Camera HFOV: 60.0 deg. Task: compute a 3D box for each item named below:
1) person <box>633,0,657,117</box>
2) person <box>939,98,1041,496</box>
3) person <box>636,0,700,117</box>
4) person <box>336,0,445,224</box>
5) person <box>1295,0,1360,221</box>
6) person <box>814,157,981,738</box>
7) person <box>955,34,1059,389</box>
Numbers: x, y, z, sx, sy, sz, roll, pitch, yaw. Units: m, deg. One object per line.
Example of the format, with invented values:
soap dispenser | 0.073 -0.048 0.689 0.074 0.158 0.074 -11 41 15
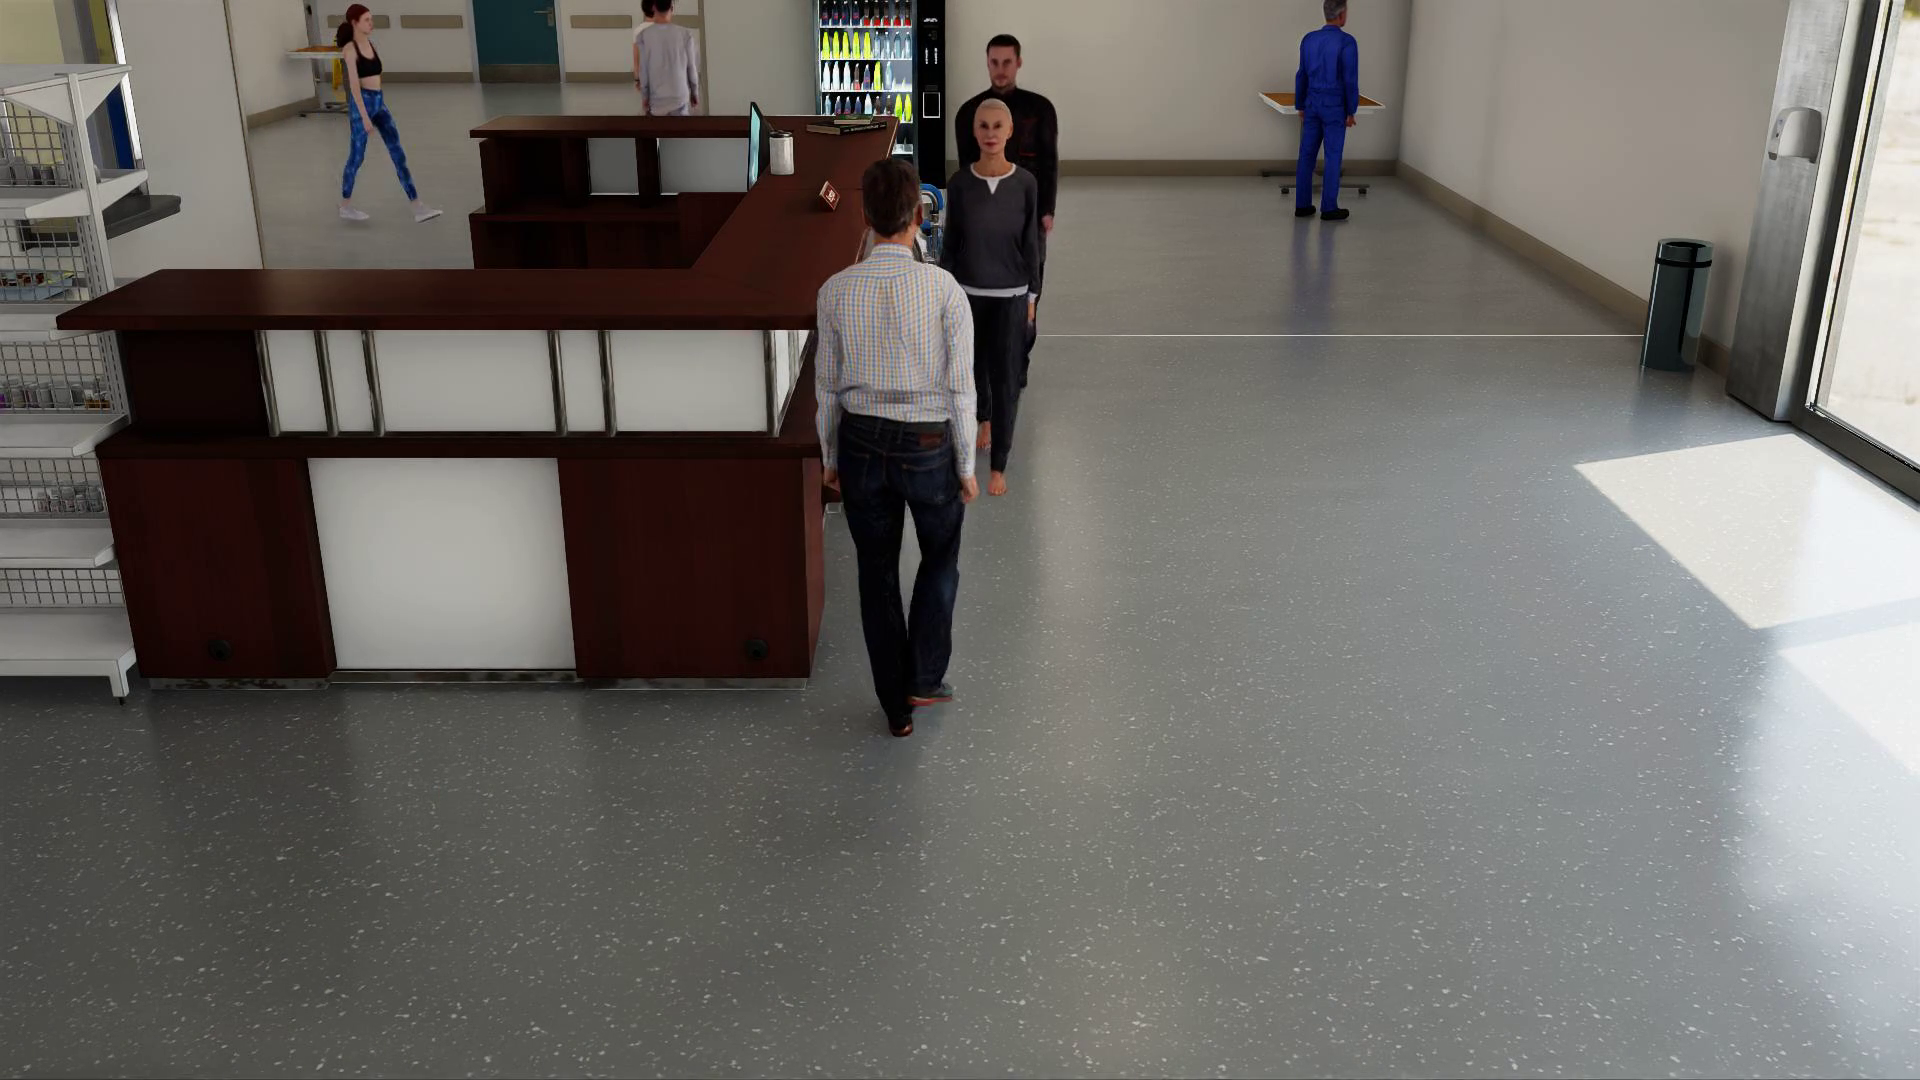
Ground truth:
person | -3.215 -4.845 17.484 0.645 1.644 0.631 0 21 0
person | 0.132 -1.137 7.643 1.063 1.682 0.736 1 21 4
person | -2.597 -3.964 14.927 1.149 1.809 0.887 -4 21 -9
person | -4.909 -3.422 13.607 1.264 1.729 0.833 6 22 15
person | 3.100 -3.663 14.106 0.833 1.827 0.779 -19 28 -41
person | -0.199 -0.230 5.066 0.582 1.811 0.762 3 21 7
person | 0.258 -1.687 8.820 1.033 1.875 0.751 0 21 1
